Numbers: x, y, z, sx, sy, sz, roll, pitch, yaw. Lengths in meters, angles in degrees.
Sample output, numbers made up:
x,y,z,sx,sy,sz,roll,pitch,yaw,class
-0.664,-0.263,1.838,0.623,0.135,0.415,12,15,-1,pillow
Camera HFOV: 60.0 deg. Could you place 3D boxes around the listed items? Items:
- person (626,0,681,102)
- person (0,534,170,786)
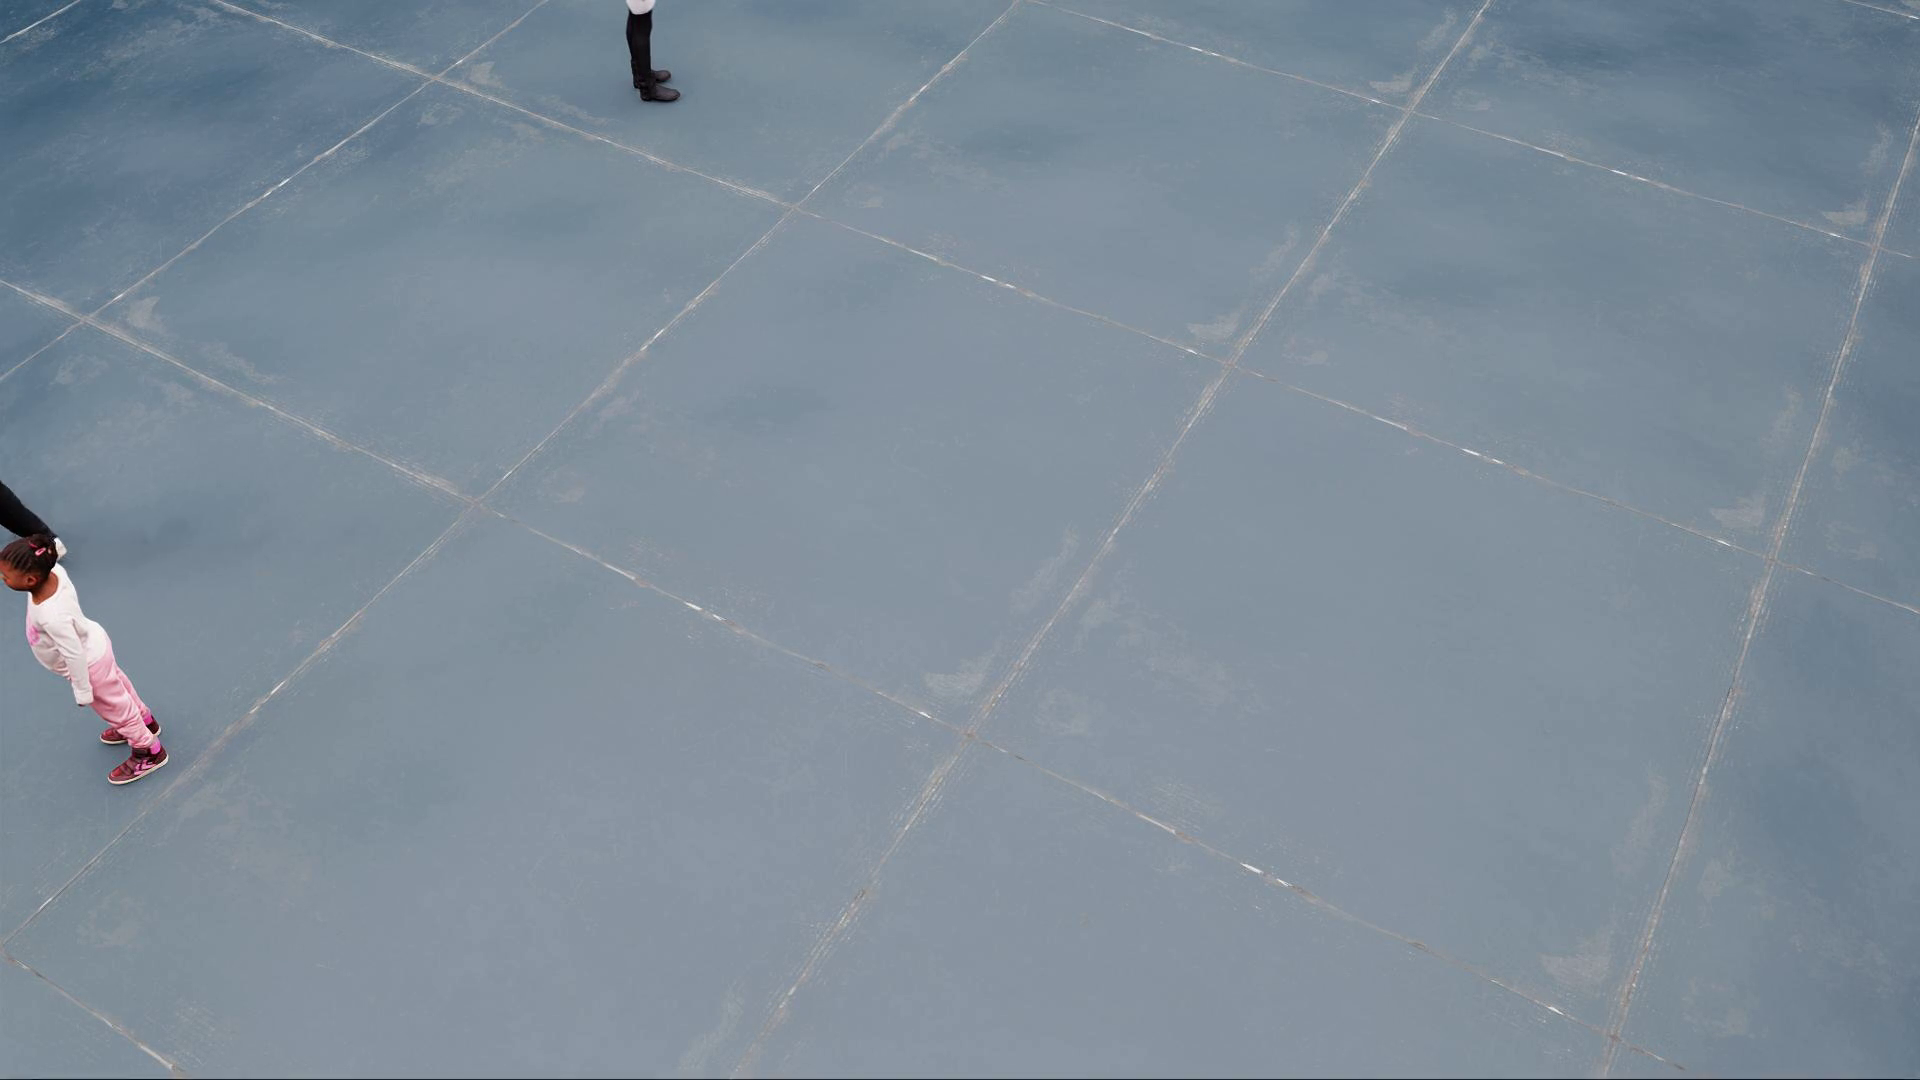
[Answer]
x,y,z,sx,sy,sz,roll,pitch,yaw,class
-2.117,-3.711,10.771,0.783,1.803,0.718,-12,48,-11,person
-3.762,0.484,7.137,0.685,1.443,0.596,-20,50,-17,person
